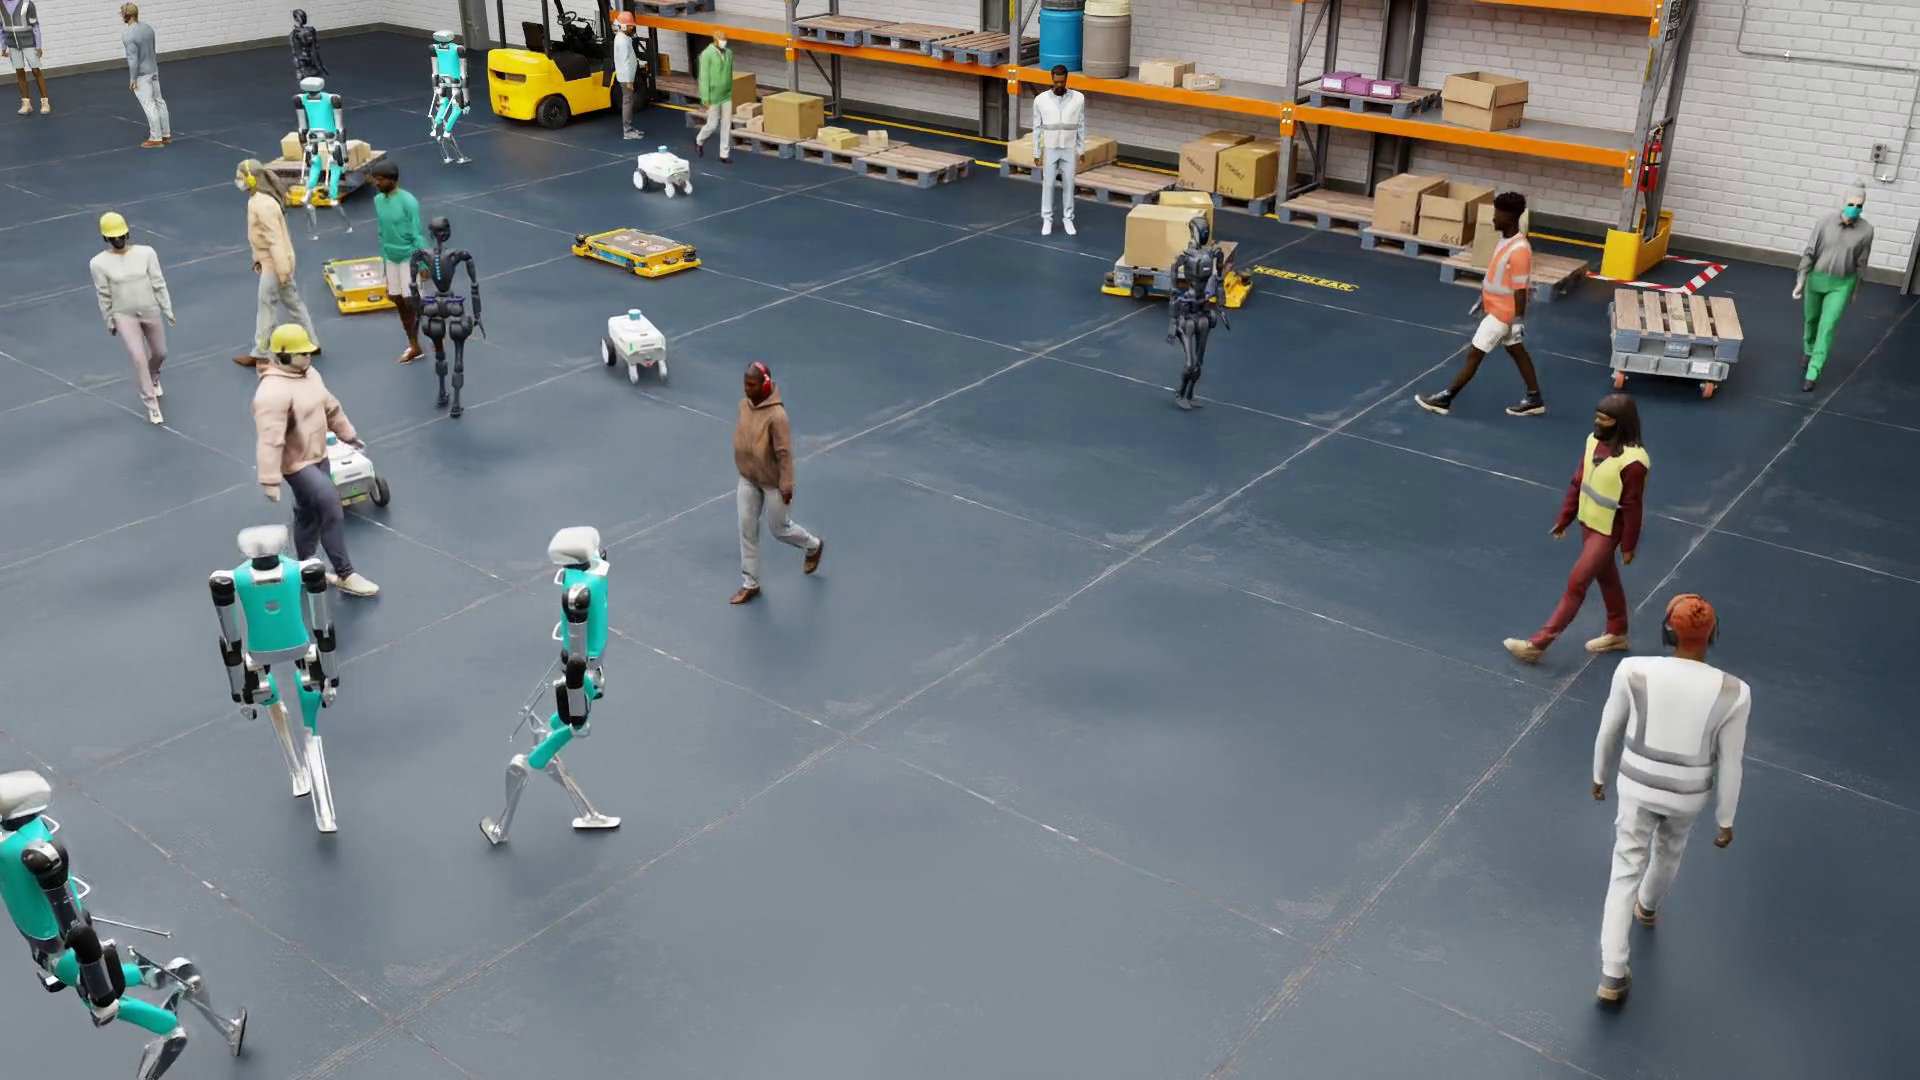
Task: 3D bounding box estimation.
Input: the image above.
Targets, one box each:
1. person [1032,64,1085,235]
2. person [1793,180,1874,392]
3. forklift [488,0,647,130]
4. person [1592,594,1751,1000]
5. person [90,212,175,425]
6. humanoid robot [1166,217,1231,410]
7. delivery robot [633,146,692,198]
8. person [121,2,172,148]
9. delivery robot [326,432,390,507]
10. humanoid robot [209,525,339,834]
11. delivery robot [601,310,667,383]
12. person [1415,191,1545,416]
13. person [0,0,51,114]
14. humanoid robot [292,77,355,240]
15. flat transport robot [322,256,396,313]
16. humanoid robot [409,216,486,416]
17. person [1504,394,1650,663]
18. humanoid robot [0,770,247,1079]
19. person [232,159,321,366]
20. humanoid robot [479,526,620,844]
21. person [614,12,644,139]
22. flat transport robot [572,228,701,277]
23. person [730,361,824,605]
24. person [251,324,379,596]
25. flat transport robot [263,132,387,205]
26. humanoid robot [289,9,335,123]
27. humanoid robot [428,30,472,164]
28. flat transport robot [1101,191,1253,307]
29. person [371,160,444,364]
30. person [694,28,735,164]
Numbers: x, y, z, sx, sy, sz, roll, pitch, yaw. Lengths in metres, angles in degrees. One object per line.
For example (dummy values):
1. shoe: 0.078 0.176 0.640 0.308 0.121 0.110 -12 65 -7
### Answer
1. person: 1.114 -4.420 18.846 0.595 1.908 0.408 -3 26 -6
2. person: 7.604 -2.271 14.525 0.513 1.796 0.971 17 30 31
3. forklift: -5.874 -7.334 24.552 1.214 2.155 2.313 19 32 34
4. person: 3.145 1.126 7.446 0.617 1.829 1.006 9 27 19
5. person: -6.836 -1.887 13.780 0.523 1.738 0.743 -18 31 -33
6. humanoid robot: 1.975 -1.882 13.852 0.590 1.651 0.355 -14 29 -26
7. delivery robot: -3.712 -4.615 20.817 0.499 0.609 0.812 -23 34 -39
8. person: -11.241 -6.397 22.901 0.373 1.940 0.627 2 26 4
9. delivery robot: -4.604 -0.502 12.278 0.499 0.592 0.792 -21 33 -36
10. humanoid robot: -3.449 0.656 8.508 0.549 1.737 0.953 -10 28 -20
11. delivery robot: -2.893 -1.770 14.895 0.499 0.583 0.777 -12 28 -24
12. person: 4.430 -1.925 13.675 1.088 1.899 0.604 5 26 11
13. person: -14.053 -7.416 24.892 0.607 2.044 0.367 -3 26 -7
14. humanoid robot: -7.204 -4.213 18.690 0.537 1.828 0.807 0 26 -1
15. flat transport robot: -6.086 -2.626 17.008 0.659 0.231 1.431 -12 28 -23
16. humanoid robot: -4.268 -1.878 13.844 0.611 1.642 0.467 -2 26 -4
17. person: 3.777 -0.061 10.019 0.930 1.716 0.496 -5 26 -10
18. humanoid robot: -3.272 1.571 6.663 0.546 1.792 0.918 18 31 32
19. person: -6.266 -2.467 14.871 0.834 1.841 0.581 -11 28 -21
20. humanoid robot: -2.132 0.785 8.330 0.880 1.836 0.550 0 26 0
21. person: -4.667 -6.541 23.427 0.351 1.739 0.572 -6 26 -11
22. flat transport robot: -3.524 -3.131 18.055 1.431 0.231 0.659 22 33 38
23. person: -1.228 -0.407 10.848 0.469 1.630 0.704 19 32 34
24. person: -4.145 -0.514 10.817 0.725 1.844 0.810 2 26 3
25. flat transport robot: -7.882 -4.438 20.762 0.659 0.231 1.431 2 26 4
26. humanoid robot: -9.599 -6.958 24.437 0.785 1.640 0.589 9 27 19
27. humanoid robot: -6.687 -5.699 21.531 0.533 1.677 0.735 8 27 15
28. flat transport robot: 2.222 -2.624 17.004 1.431 0.231 0.659 9 27 18
29. person: -4.995 -2.503 14.951 0.521 1.831 0.434 13 28 24
30. person: -3.249 -5.896 22.064 0.573 1.757 0.563 23 34 39
